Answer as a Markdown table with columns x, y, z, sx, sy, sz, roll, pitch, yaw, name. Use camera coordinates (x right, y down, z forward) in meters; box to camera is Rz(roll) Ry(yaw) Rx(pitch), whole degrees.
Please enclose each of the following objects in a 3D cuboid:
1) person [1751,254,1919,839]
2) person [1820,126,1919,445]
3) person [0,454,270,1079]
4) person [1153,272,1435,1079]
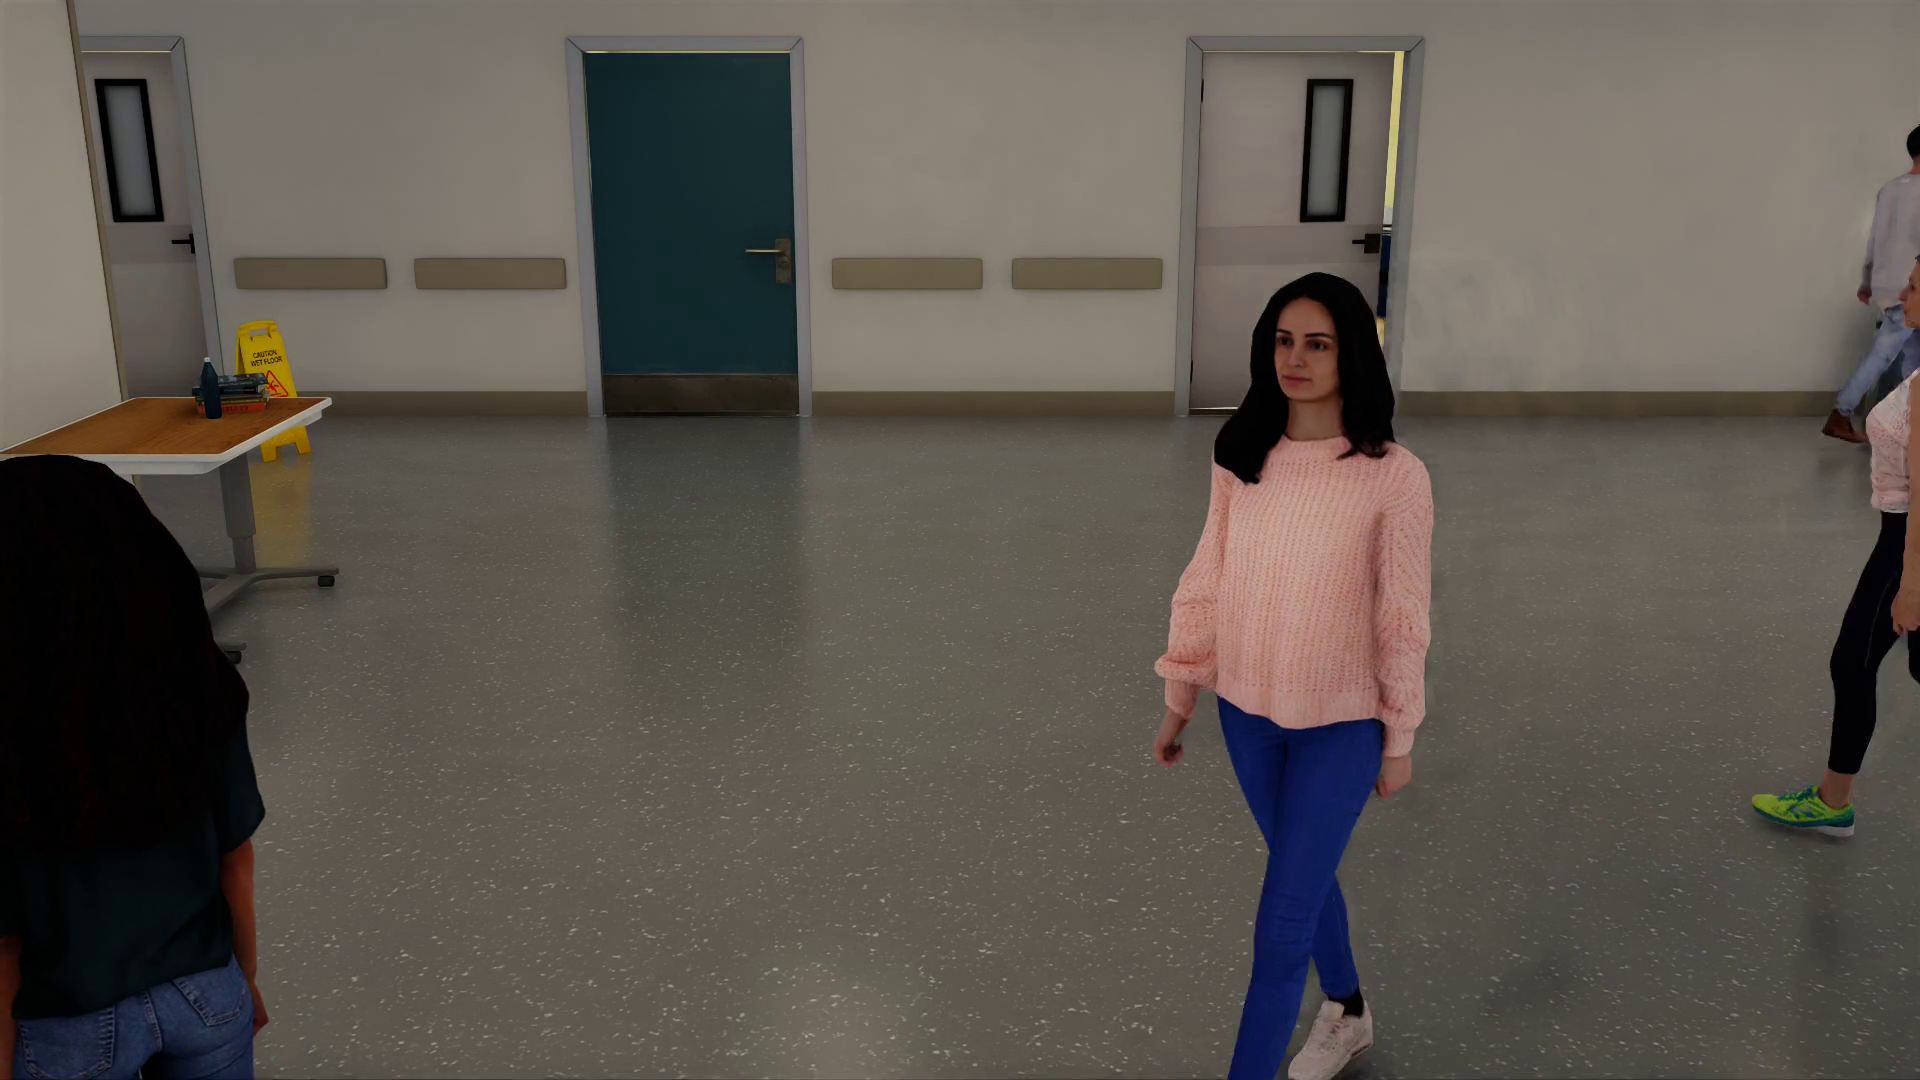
| x | y | z | sx | sy | sz | roll | pitch | yaw | name |
| --- | --- | --- | --- | --- | --- | --- | --- | --- | --- |
| 2.641 | 0.080 | 4.375 | 1.149 | 1.678 | 1.035 | 13 | 20 | 38 | person |
| 5.263 | -1.394 | 9.384 | 1.181 | 1.797 | 0.808 | -3 | 16 | -9 | person |
| -1.207 | 0.666 | 2.409 | 0.712 | 1.616 | 0.772 | -15 | 22 | -42 | person |
| 0.713 | 0.368 | 3.271 | 1.187 | 1.723 | 1.114 | -15 | 21 | -42 | person |
